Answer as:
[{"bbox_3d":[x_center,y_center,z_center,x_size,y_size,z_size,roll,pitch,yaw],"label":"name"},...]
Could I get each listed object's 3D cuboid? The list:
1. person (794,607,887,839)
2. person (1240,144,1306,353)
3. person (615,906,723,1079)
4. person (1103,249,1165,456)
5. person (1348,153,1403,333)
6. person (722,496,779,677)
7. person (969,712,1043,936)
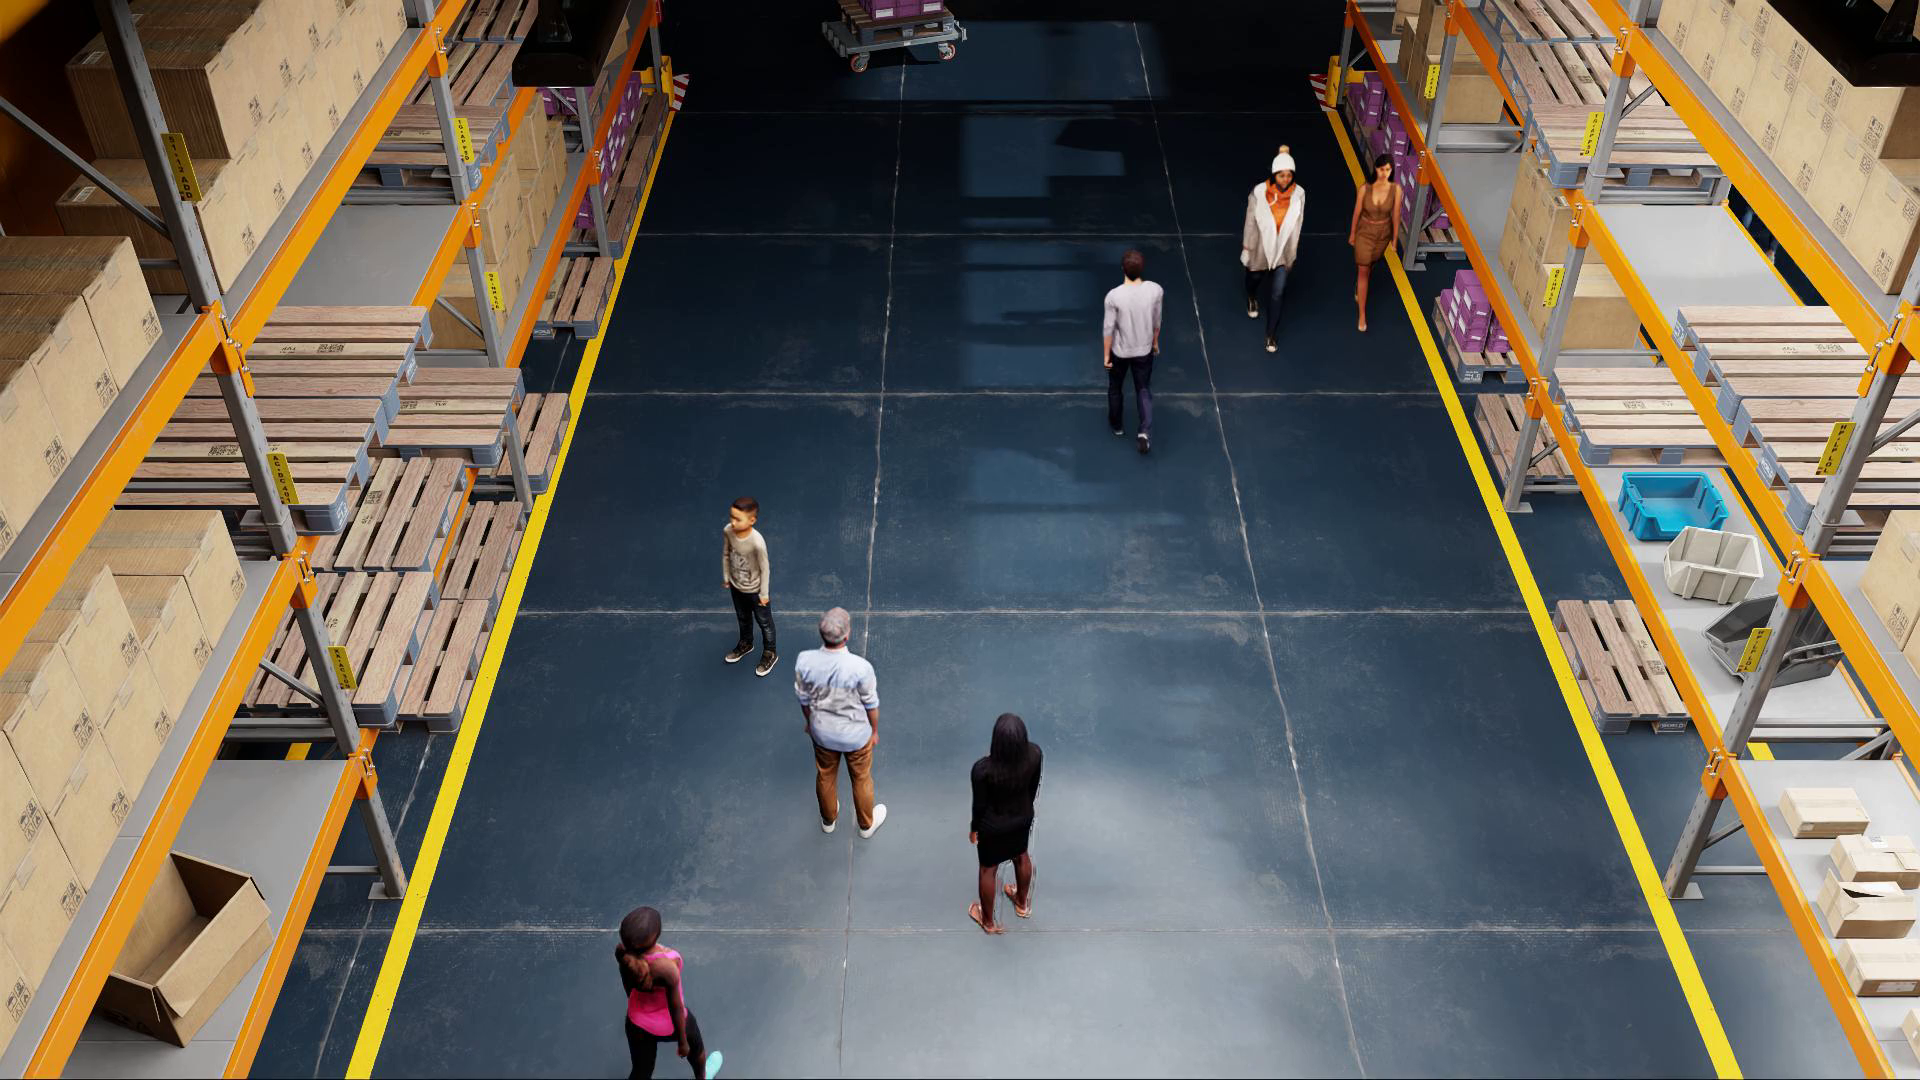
[{"bbox_3d":[-0.745,1.163,10.435,0.736,1.827,0.661,9,39,11],"label":"person"},{"bbox_3d":[2.851,-2.757,15.327,0.730,1.848,1.182,1,39,2],"label":"person"},{"bbox_3d":[-1.650,2.607,8.739,0.918,1.688,1.198,17,42,20],"label":"person"},{"bbox_3d":[1.449,-1.545,13.827,0.745,1.826,1.026,-5,39,-7],"label":"person"},{"bbox_3d":[3.874,-2.864,15.629,0.605,1.639,1.040,2,39,2],"label":"person"},{"bbox_3d":[-1.491,0.299,11.808,0.631,1.465,0.658,22,43,25],"label":"person"},{"bbox_3d":[0.276,1.665,9.891,0.691,1.722,0.683,-20,43,-23],"label":"person"}]
